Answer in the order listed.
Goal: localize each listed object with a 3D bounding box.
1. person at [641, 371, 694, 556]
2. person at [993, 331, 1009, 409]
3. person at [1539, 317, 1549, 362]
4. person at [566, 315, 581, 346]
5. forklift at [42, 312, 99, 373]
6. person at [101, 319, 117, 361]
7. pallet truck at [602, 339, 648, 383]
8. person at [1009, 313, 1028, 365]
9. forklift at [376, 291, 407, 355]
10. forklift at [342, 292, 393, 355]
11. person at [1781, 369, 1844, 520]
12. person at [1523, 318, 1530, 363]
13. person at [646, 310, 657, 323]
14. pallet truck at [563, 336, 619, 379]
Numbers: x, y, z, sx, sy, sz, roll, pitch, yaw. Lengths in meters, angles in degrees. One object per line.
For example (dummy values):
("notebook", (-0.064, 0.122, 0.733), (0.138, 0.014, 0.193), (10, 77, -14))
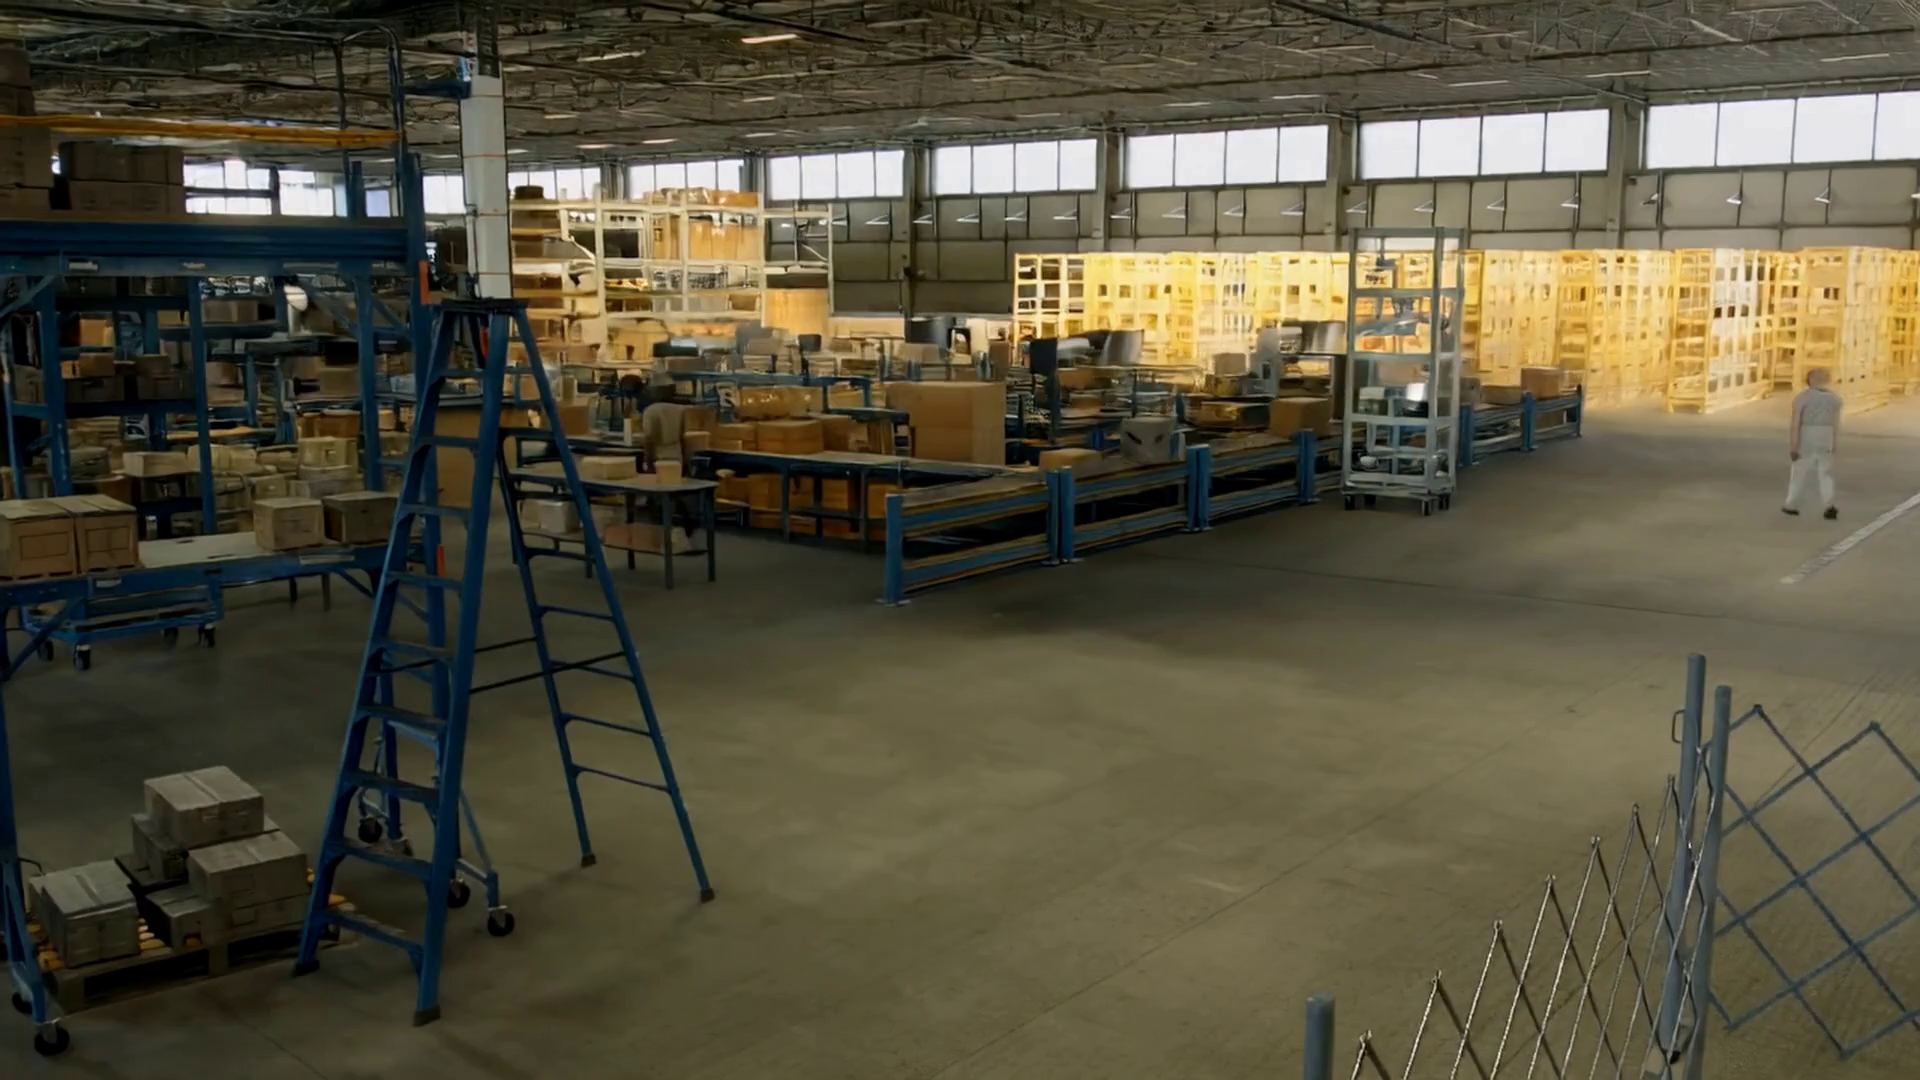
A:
("person", (-3.214, -0.826, 17.985), (1.073, 1.981, 0.620), (8, 12, 43))
("person", (0.859, -3.811, 37.335), (0.537, 1.748, 0.535), (4, 10, 26))
("person", (16.443, -5.371, 46.812), (0.404, 1.834, 0.591), (6, 11, 35))
("person", (-12.989, -6.765, 56.042), (0.534, 1.664, 0.792), (1, 9, 6))
("forklift", (-23.779, -5.451, 44.052), (1.873, 2.768, 1.129), (7, 11, 36))
("person", (-25.849, -5.869, 50.417), (0.538, 1.667, 0.754), (7, 12, 39))
("pallet truck", (-8.991, -4.871, 45.351), (0.653, 1.274, 1.630), (7, 11, 37))
("person", (1.775, -5.950, 50.139), (0.608, 1.932, 0.449), (2, 9, 13))
("forklift", (-16.997, -6.075, 47.947), (1.129, 2.768, 1.873), (7, 11, 37))
("forklift", (-16.485, -5.622, 45.120), (1.129, 2.768, 1.873), (7, 11, 37))
("person", (10.633, -1.191, 20.648), (0.662, 1.867, 0.979), (0, 9, 0))
("person", (15.841, -5.342, 46.591), (0.390, 1.846, 0.563), (-1, 9, -7))
("person", (-10.923, -7.330, 59.315), (0.535, 1.753, 0.581), (7, 12, 38))
("pallet truck", (-10.690, -5.294, 48.215), (1.601, 1.201, 0.680), (-5, 10, -26))
